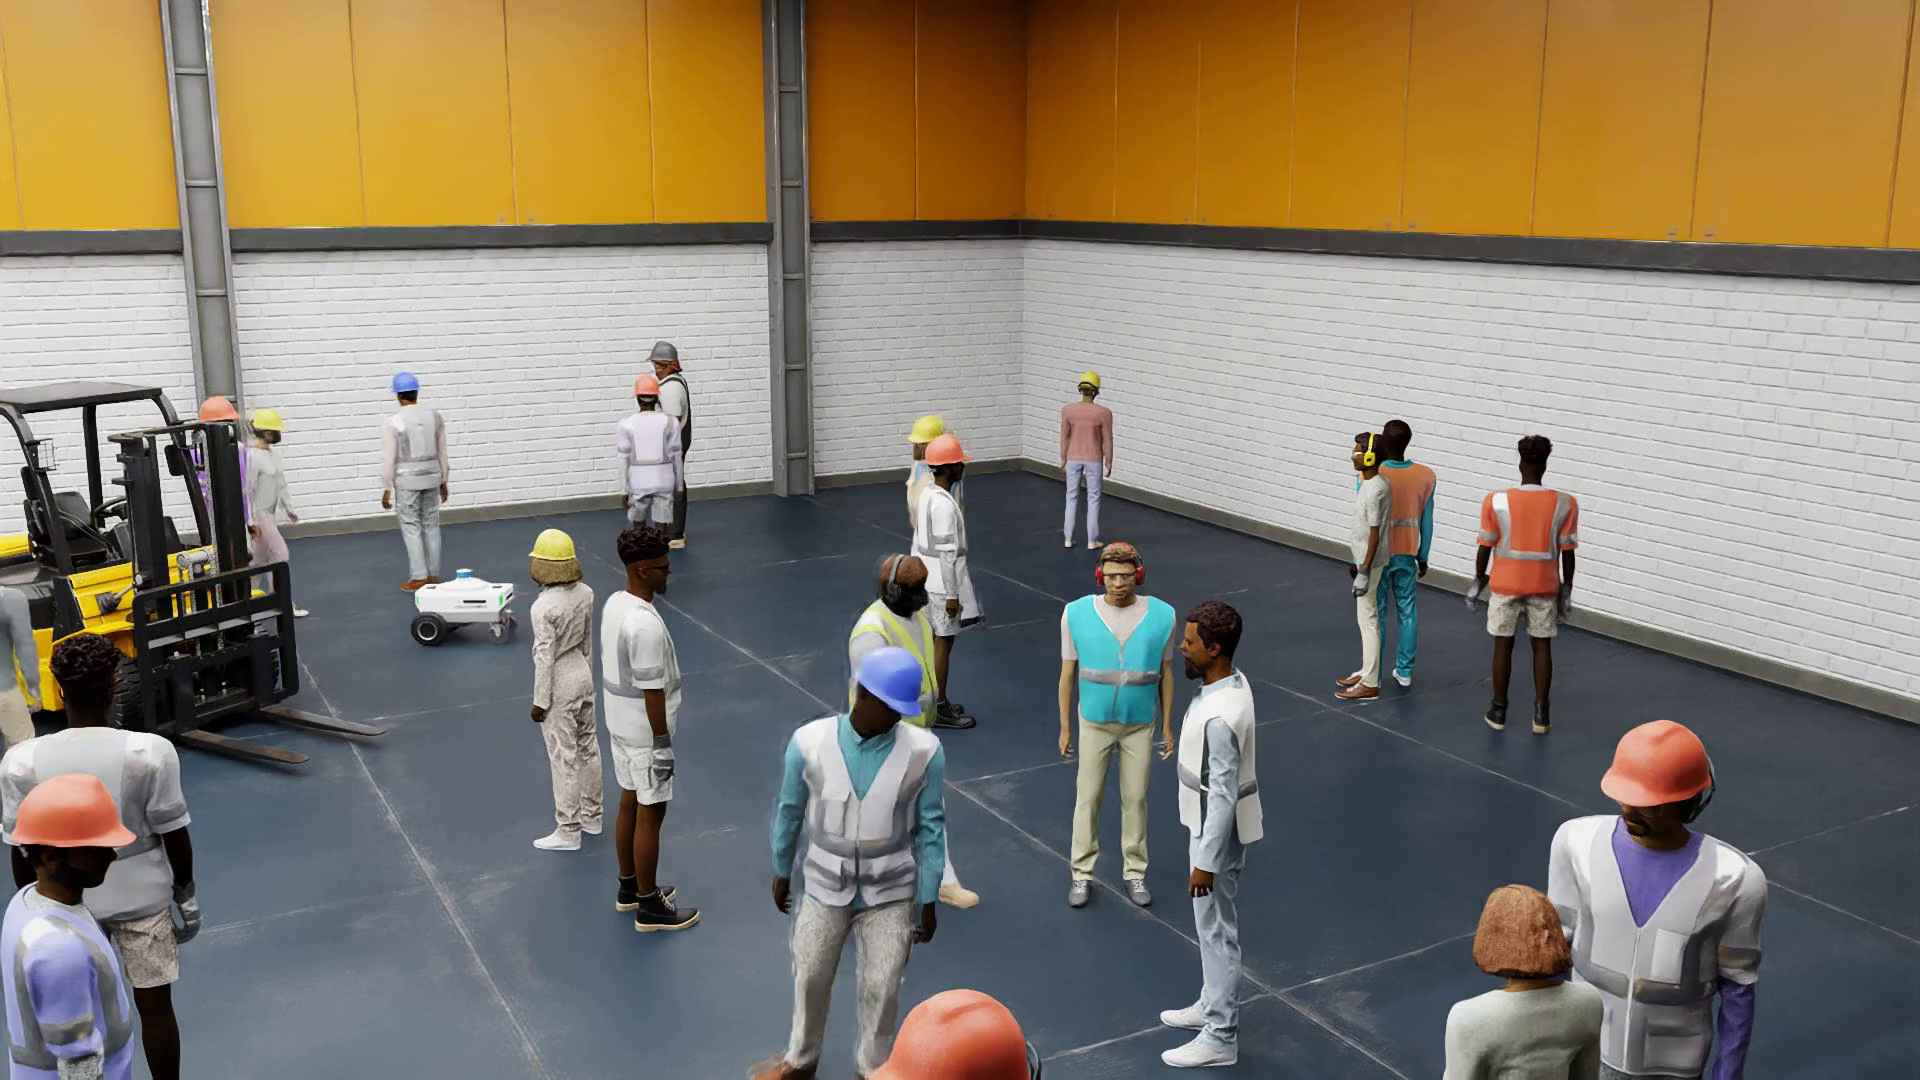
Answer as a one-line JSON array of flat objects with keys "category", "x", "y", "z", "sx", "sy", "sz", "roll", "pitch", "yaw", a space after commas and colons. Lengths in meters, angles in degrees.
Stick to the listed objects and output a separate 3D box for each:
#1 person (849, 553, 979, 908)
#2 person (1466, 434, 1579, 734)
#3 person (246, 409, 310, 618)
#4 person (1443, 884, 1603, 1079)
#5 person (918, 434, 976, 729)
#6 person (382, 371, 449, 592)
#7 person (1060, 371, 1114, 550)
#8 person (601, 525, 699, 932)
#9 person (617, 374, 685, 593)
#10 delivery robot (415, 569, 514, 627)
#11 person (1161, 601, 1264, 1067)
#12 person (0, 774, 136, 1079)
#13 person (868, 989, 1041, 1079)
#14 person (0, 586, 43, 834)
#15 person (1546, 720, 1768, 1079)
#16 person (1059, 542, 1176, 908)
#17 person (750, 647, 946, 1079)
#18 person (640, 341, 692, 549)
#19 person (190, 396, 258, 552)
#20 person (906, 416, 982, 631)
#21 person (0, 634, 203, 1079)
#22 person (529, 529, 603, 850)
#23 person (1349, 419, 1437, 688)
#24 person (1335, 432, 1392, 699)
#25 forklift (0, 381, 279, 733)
[{"category": "person", "x": -0.387, "y": 0.930, "z": 8.217, "sx": 0.922, "sy": 1.795, "sz": 0.651, "roll": 6, "pitch": 13, "yaw": 25}, {"category": "person", "x": 3.656, "y": 0.287, "z": 10.800, "sx": 0.637, "sy": 1.963, "sz": 0.361, "roll": 2, "pitch": 12, "yaw": 12}, {"category": "person", "x": -5.628, "y": -0.210, "z": 13.646, "sx": 0.685, "sy": 1.734, "sz": 0.538, "roll": -1, "pitch": 12, "yaw": -5}, {"category": "person", "x": 1.557, "y": 1.760, "z": 4.699, "sx": 0.505, "sy": 1.627, "sz": 0.278, "roll": -4, "pitch": 13, "yaw": -17}, {"category": "person", "x": -0.098, "y": 0.271, "z": 10.924, "sx": 0.353, "sy": 1.942, "sz": 0.546, "roll": -3, "pitch": 12, "yaw": -13}, {"category": "person", "x": -4.773, "y": -0.507, "z": 14.574, "sx": 0.409, "sy": 1.942, "sz": 0.617, "roll": 10, "pitch": 16, "yaw": 40}, {"category": "person", "x": 1.241, "y": -0.774, "z": 16.272, "sx": 0.532, "sy": 1.756, "sz": 0.338, "roll": 4, "pitch": 13, "yaw": 17}, {"category": "person", "x": -1.508, "y": 0.889, "z": 7.970, "sx": 0.361, "sy": 1.964, "sz": 0.617, "roll": -6, "pitch": 14, "yaw": -28}, {"category": "person", "x": -2.688, "y": -0.485, "z": 14.523, "sx": 0.566, "sy": 1.923, "sz": 0.410, "roll": -2, "pitch": 12, "yaw": -8}, {"category": "delivery robot", "x": -3.872, "y": 0.472, "z": 13.023, "sx": 0.707, "sy": 0.478, "sz": 0.477, "roll": 1, "pitch": 12, "yaw": 0}, {"category": "person", "x": 1.027, "y": 1.181, "z": 6.714, "sx": 0.392, "sy": 1.920, "sz": 0.593, "roll": 2, "pitch": 12, "yaw": 8}, {"category": "person", "x": -2.479, "y": 1.597, "z": 4.734, "sx": 0.376, "sy": 1.933, "sz": 0.544, "roll": -8, "pitch": 15, "yaw": -34}, {"category": "person", "x": -0.009, "y": 1.844, "z": 3.305, "sx": 0.367, "sy": 2.048, "sz": 0.607, "roll": -8, "pitch": 14, "yaw": -33}, {"category": "person", "x": -5.237, "y": 0.793, "z": 8.973, "sx": 0.542, "sy": 1.729, "sz": 0.387, "roll": -2, "pitch": 12, "yaw": -9}, {"category": "person", "x": 2.002, "y": 1.502, "z": 4.927, "sx": 0.607, "sy": 2.039, "sz": 0.395, "roll": 8, "pitch": 14, "yaw": 32}, {"category": "person", "x": 0.770, "y": 0.900, "z": 8.202, "sx": 0.572, "sy": 1.843, "sz": 0.373, "roll": 0, "pitch": 12, "yaw": -1}, {"category": "person", "x": -0.423, "y": 1.291, "z": 6.257, "sx": 0.751, "sy": 1.895, "sz": 0.496, "roll": 1, "pitch": 12, "yaw": 3}, {"category": "person", "x": -2.910, "y": -0.936, "z": 16.349, "sx": 0.536, "sy": 2.000, "sz": 0.674, "roll": -1, "pitch": 12, "yaw": -4}, {"category": "person", "x": -5.669, "y": -0.143, "z": 12.864, "sx": 0.342, "sy": 1.942, "sz": 0.552, "roll": 4, "pitch": 13, "yaw": 20}, {"category": "person", "x": -0.193, "y": -0.104, "z": 13.077, "sx": 0.876, "sy": 1.784, "sz": 0.603, "roll": -8, "pitch": 14, "yaw": -32}, {"category": "person", "x": -3.094, "y": 1.299, "z": 6.054, "sx": 0.613, "sy": 1.962, "sz": 0.361, "roll": -3, "pitch": 12, "yaw": -12}, {"category": "person", "x": -2.138, "y": 0.797, "z": 8.926, "sx": 0.294, "sy": 1.744, "sz": 0.486, "roll": 4, "pitch": 13, "yaw": 19}, {"category": "person", "x": 3.057, "y": 0.102, "z": 11.767, "sx": 0.596, "sy": 1.921, "sz": 0.384, "roll": -3, "pitch": 12, "yaw": -12}, {"category": "person", "x": 2.805, "y": 0.179, "z": 11.525, "sx": 0.329, "sy": 1.873, "sz": 0.514, "roll": 4, "pitch": 13, "yaw": 16}, {"category": "forklift", "x": -5.853, "y": 0.085, "z": 11.199, "sx": 2.313, "sy": 2.155, "sz": 1.214, "roll": 7, "pitch": 14, "yaw": 28}]
